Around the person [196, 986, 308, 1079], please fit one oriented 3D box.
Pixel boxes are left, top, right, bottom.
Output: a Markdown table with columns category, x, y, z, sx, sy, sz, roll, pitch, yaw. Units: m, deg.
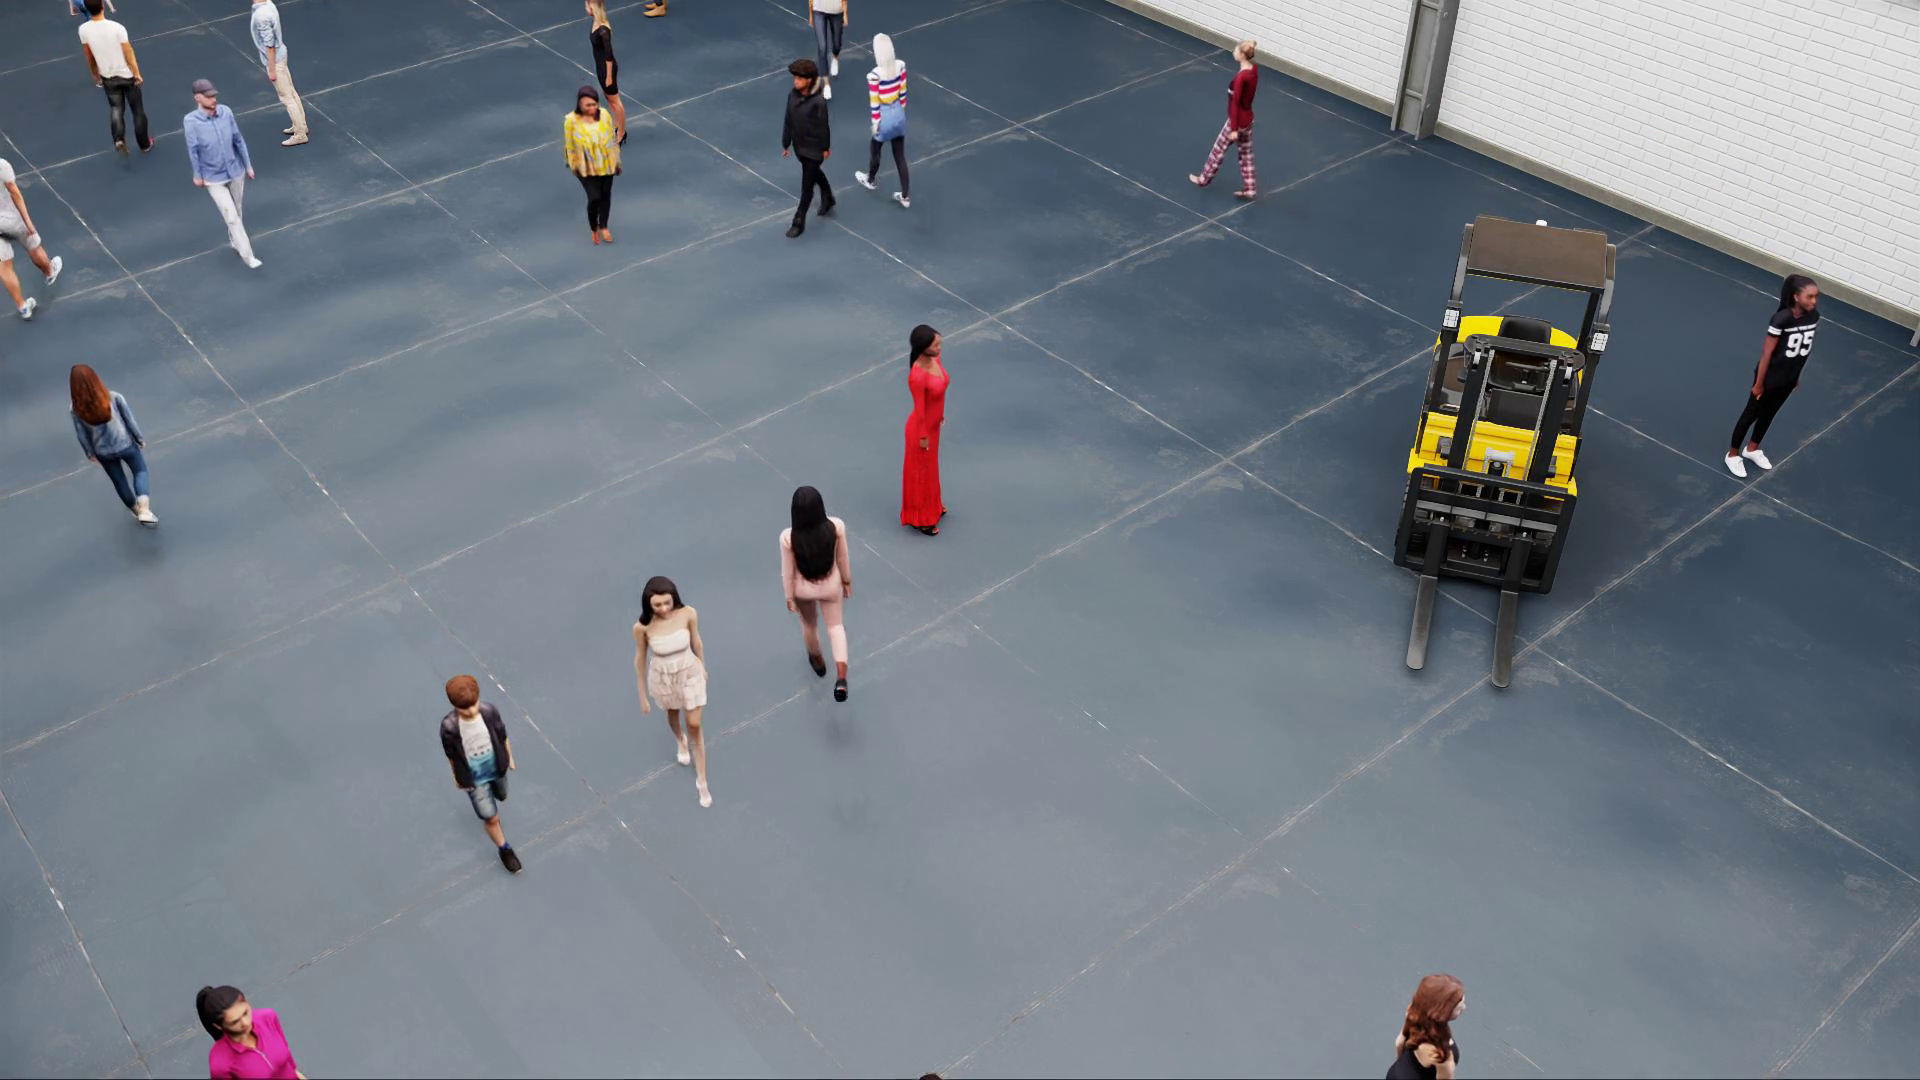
| category | x | y | z | sx | sy | sz | roll | pitch | yaw |
| --- | --- | --- | --- | --- | --- | --- | --- | --- | --- |
| person | -3.436 | 2.767 | 8.230 | 0.694 | 1.698 | 0.672 | 15 | 41 | 18 |

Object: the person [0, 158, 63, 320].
| category | x | y | z | sx | sy | sz | roll | pitch | yaw |
| --- | --- | --- | --- | --- | --- | --- | --- | --- | --- |
| person | -8.784 | -2.873 | 15.183 | 1.055 | 1.823 | 1.218 | -6 | 39 | -7 |

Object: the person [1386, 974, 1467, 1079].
| category | x | y | z | sx | sy | sz | roll | pitch | yaw |
| --- | --- | --- | --- | --- | --- | --- | --- | --- | --- |
| person | 2.223 | 2.744 | 8.215 | 0.719 | 1.743 | 0.596 | -10 | 40 | -12 |

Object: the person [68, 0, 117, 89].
| category | x | y | z | sx | sy | sz | roll | pitch | yaw |
| --- | --- | --- | --- | --- | --- | --- | --- | --- | --- |
| person | -10.190 | -6.152 | 19.356 | 1.087 | 1.751 | 1.069 | 8 | 39 | 9 |

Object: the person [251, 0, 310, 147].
| category | x | y | z | sx | sy | sz | roll | pitch | yaw |
| --- | --- | --- | --- | --- | --- | --- | --- | --- | --- |
| person | -7.453 | -5.226 | 18.112 | 0.788 | 1.846 | 0.650 | -7 | 39 | -9 |

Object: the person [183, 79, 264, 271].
| category | x | y | z | sx | sy | sz | roll | pitch | yaw |
| --- | --- | --- | --- | --- | --- | --- | --- | --- | --- |
| person | -7.135 | -3.552 | 16.019 | 1.123 | 1.843 | 0.784 | 30 | 48 | 32 |

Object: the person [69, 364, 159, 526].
| category | x | y | z | sx | sy | sz | roll | pitch | yaw |
| --- | --- | --- | --- | --- | --- | --- | --- | --- | --- |
| person | -6.461 | -0.677 | 12.715 | 0.666 | 1.472 | 0.735 | -16 | 41 | -19 |

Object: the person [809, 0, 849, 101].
| category | x | y | z | sx | sy | sz | roll | pitch | yaw |
| --- | --- | --- | --- | --- | --- | --- | --- | --- | --- |
| person | -1.525 | -6.094 | 19.253 | 1.022 | 1.778 | 1.198 | -4 | 39 | -5 |

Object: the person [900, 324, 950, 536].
| category | x | y | z | sx | sy | sz | roll | pitch | yaw |
| --- | --- | --- | --- | --- | --- | --- | --- | --- | --- |
| person | -0.271 | -0.852 | 12.688 | 0.753 | 1.790 | 0.720 | 10 | 40 | 13 |

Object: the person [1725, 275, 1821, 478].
| category | x | y | z | sx | sy | sz | roll | pitch | yaw |
| --- | --- | --- | --- | --- | --- | --- | --- | --- | --- |
| person | 6.532 | -1.318 | 13.314 | 0.683 | 1.726 | 0.688 | -14 | 41 | -17 |

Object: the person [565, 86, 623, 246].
| category | x | y | z | sx | sy | sz | roll | pitch | yaw |
| --- | --- | --- | --- | --- | --- | --- | --- | --- | --- |
| person | -3.616 | -3.714 | 16.383 | 0.738 | 1.640 | 0.757 | -21 | 43 | -25 |

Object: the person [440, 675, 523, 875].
| category | x | y | z | sx | sy | sz | roll | pitch | yaw |
| --- | --- | --- | --- | --- | --- | --- | --- | --- | --- |
| person | -2.944 | 1.364 | 10.196 | 0.554 | 1.426 | 0.908 | -26 | 45 | -29 |

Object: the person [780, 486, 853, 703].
| category | x | y | z | sx | sy | sz | roll | pitch | yaw |
| --- | --- | --- | --- | --- | --- | --- | --- | --- | --- |
| person | -0.942 | 0.394 | 11.191 | 0.856 | 1.701 | 1.084 | -11 | 40 | -13 |

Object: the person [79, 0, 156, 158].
| category | x | y | z | sx | sy | sz | roll | pitch | yaw |
| --- | --- | --- | --- | --- | --- | --- | --- | --- | --- |
| person | -9.043 | -4.934 | 17.800 | 0.925 | 1.788 | 1.047 | -4 | 39 | -5 |

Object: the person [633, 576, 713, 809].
| category | x | y | z | sx | sy | sz | roll | pitch | yaw |
| --- | --- | --- | --- | --- | --- | --- | --- | --- | --- |
| person | -1.836 | 0.845 | 10.623 | 0.823 | 1.706 | 1.010 | -12 | 40 | -14 |

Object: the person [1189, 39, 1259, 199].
| category | x | y | z | sx | sy | sz | roll | pitch | yaw |
| --- | --- | --- | --- | --- | --- | --- | --- | --- | --- |
| person | 2.941 | -4.290 | 17.078 | 1.067 | 1.674 | 0.849 | 21 | 43 | 24 |

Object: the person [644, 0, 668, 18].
| category | x | y | z | sx | sy | sz | roll | pitch | yaw |
| --- | --- | --- | --- | --- | --- | --- | --- | --- | --- |
| person | -3.934 | -7.534 | 21.110 | 0.759 | 1.711 | 0.672 | -1 | 39 | -2 |

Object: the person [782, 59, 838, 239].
| category | x | y | z | sx | sy | sz | roll | pitch | yaw |
| --- | --- | --- | --- | --- | --- | --- | --- | --- | --- |
| person | -1.468 | -3.972 | 16.627 | 1.112 | 1.740 | 0.894 | 23 | 44 | 26 |

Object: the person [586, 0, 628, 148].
| category | x | y | z | sx | sy | sz | roll | pitch | yaw |
| --- | --- | --- | --- | --- | --- | --- | --- | --- | --- |
| person | -3.839 | -5.114 | 18.108 | 0.660 | 1.676 | 0.506 | -14 | 41 | -17 |

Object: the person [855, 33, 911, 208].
| category | x | y | z | sx | sy | sz | roll | pitch | yaw |
| --- | --- | --- | --- | --- | --- | --- | --- | --- | --- |
| person | -0.669 | -4.232 | 16.926 | 0.677 | 1.773 | 0.987 | -27 | 46 | -29 |
